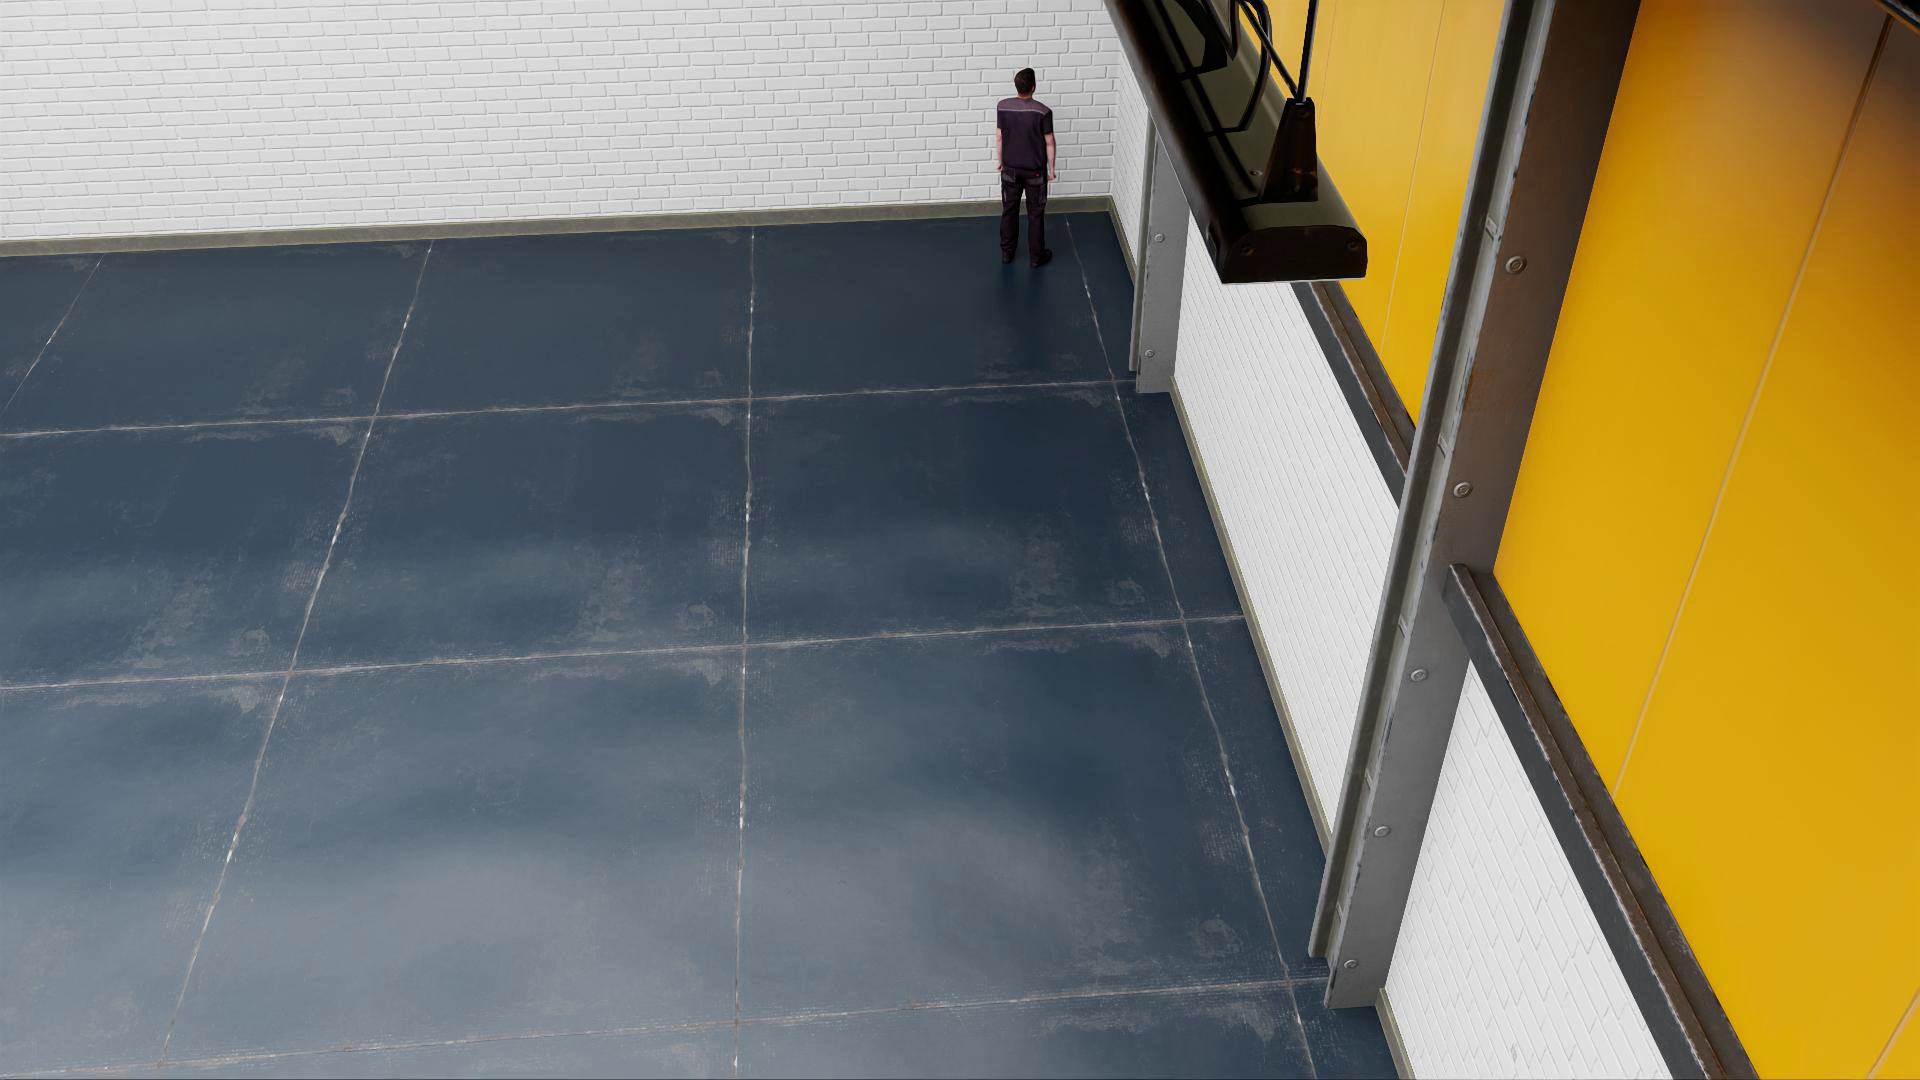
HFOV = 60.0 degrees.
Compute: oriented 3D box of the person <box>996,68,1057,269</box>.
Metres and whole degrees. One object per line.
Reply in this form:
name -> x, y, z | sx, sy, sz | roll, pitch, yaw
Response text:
person -> 0.575, -3.306, 14.775 | 0.792, 1.846, 0.761 | 13, 40, 16
